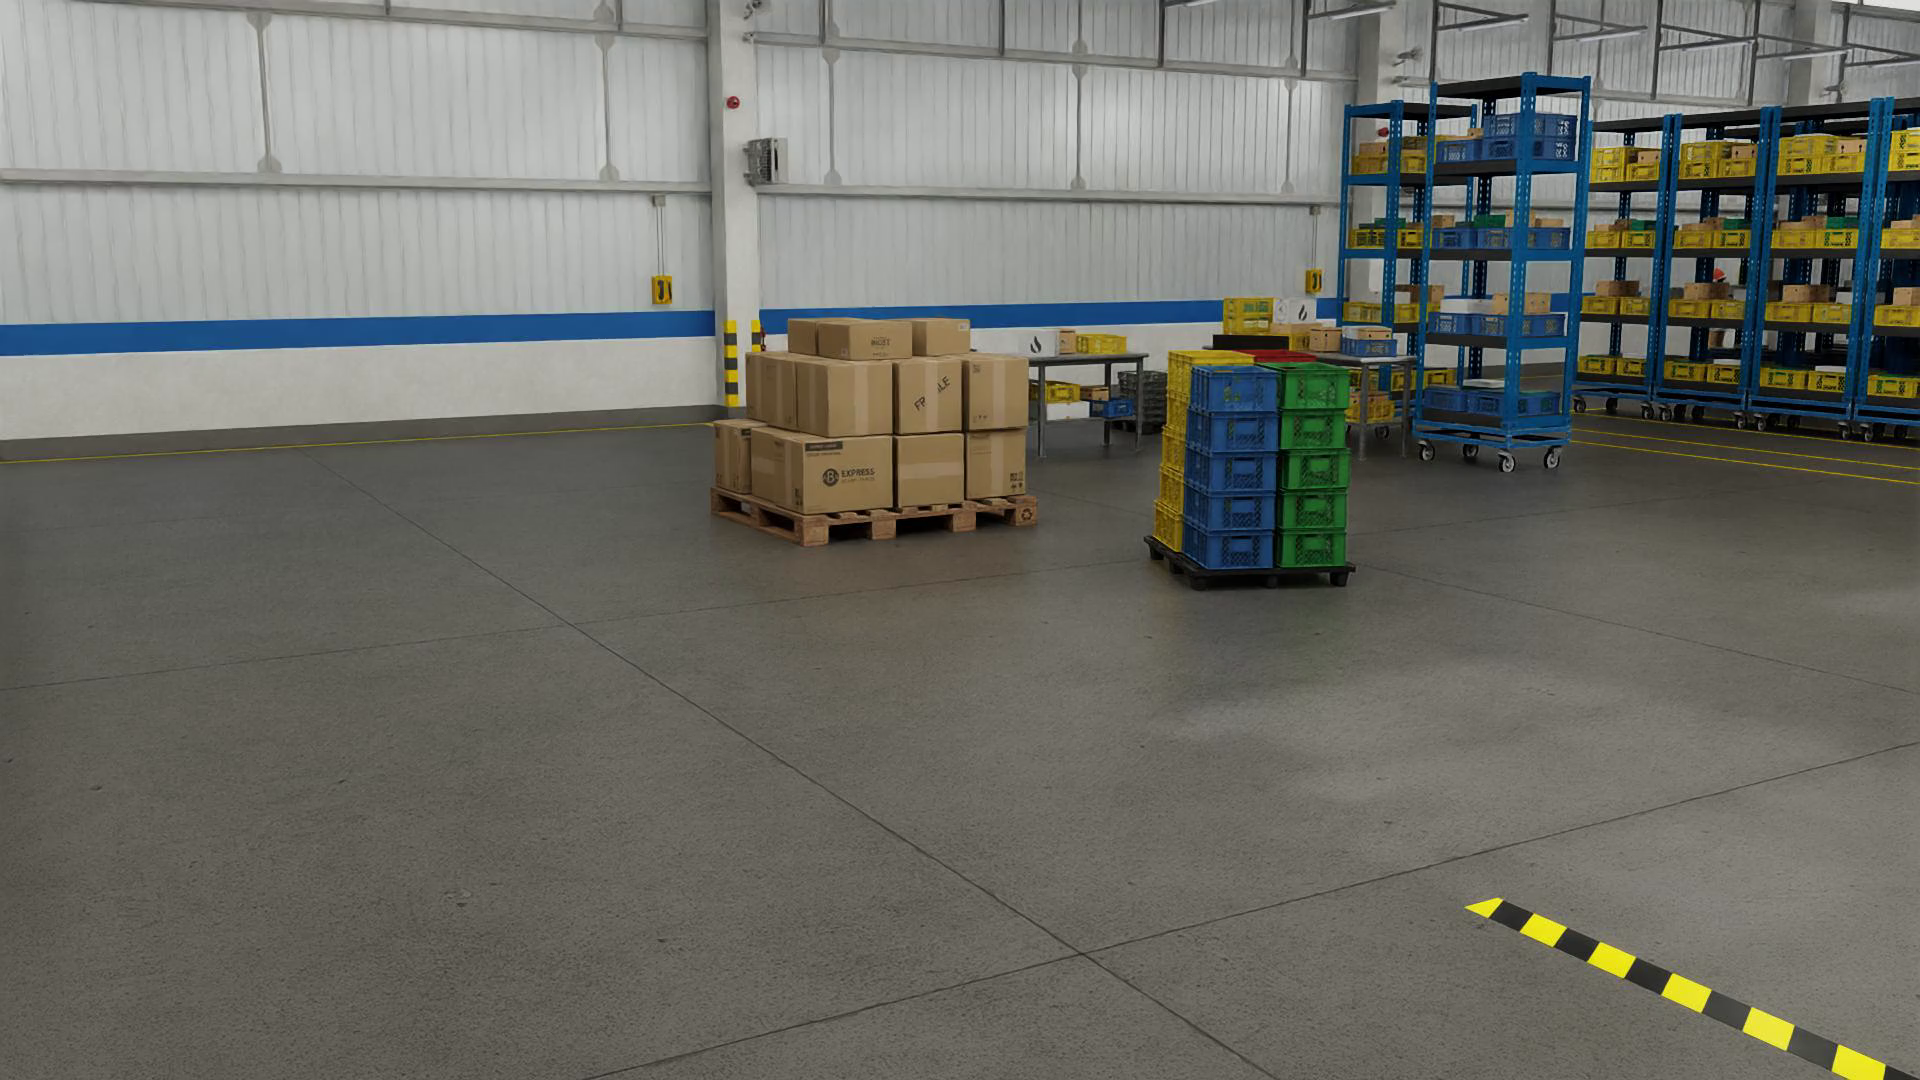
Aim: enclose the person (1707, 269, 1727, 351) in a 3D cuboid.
[{"bbox_3d":[11.345,-3.205,25.050,0.558,1.743,0.359,-8,13,-39],"label":"person"}]
